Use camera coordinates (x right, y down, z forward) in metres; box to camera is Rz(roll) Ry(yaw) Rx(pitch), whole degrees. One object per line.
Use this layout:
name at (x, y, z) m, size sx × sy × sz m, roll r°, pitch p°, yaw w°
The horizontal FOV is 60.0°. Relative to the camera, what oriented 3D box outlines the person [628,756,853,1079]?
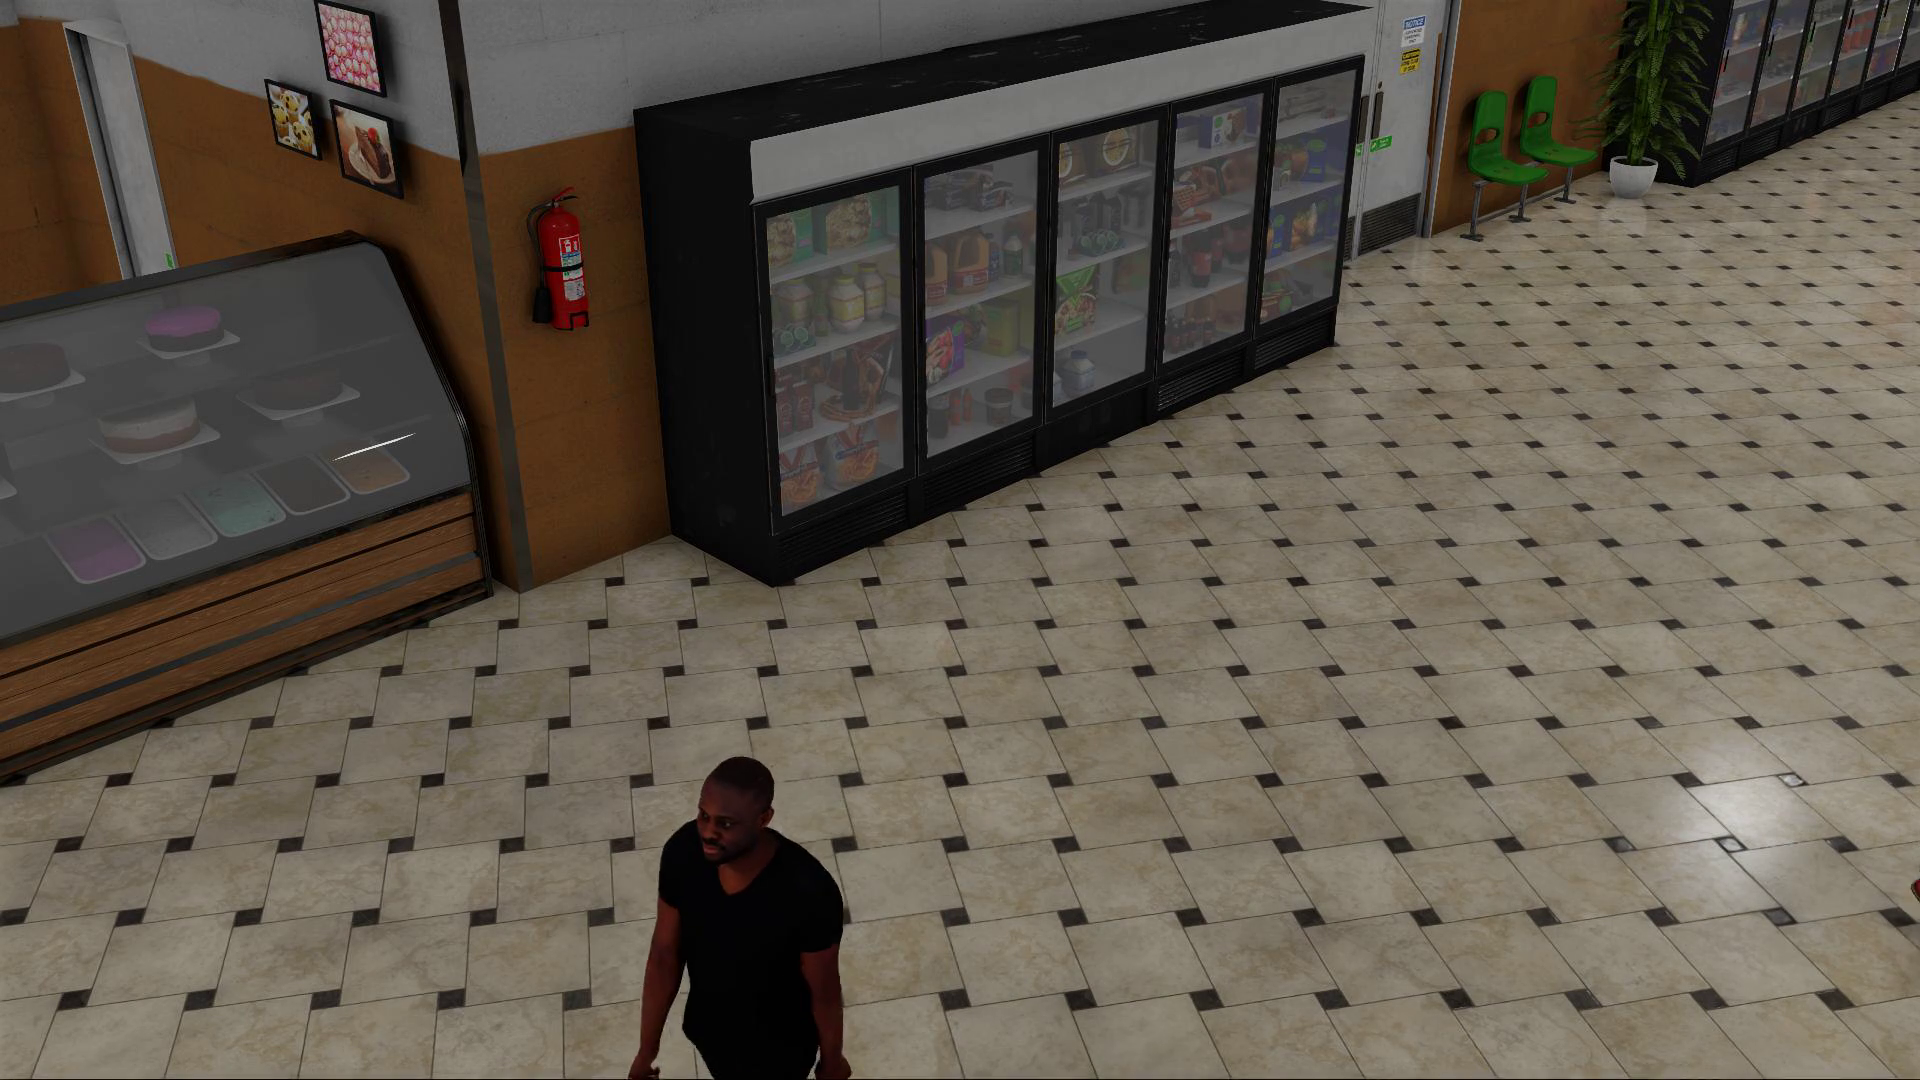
person at (-0.499, 1.305, 4.492) m, size 1.152 × 1.775 × 0.881 m, roll 17°, pitch 32°, yaw 30°
